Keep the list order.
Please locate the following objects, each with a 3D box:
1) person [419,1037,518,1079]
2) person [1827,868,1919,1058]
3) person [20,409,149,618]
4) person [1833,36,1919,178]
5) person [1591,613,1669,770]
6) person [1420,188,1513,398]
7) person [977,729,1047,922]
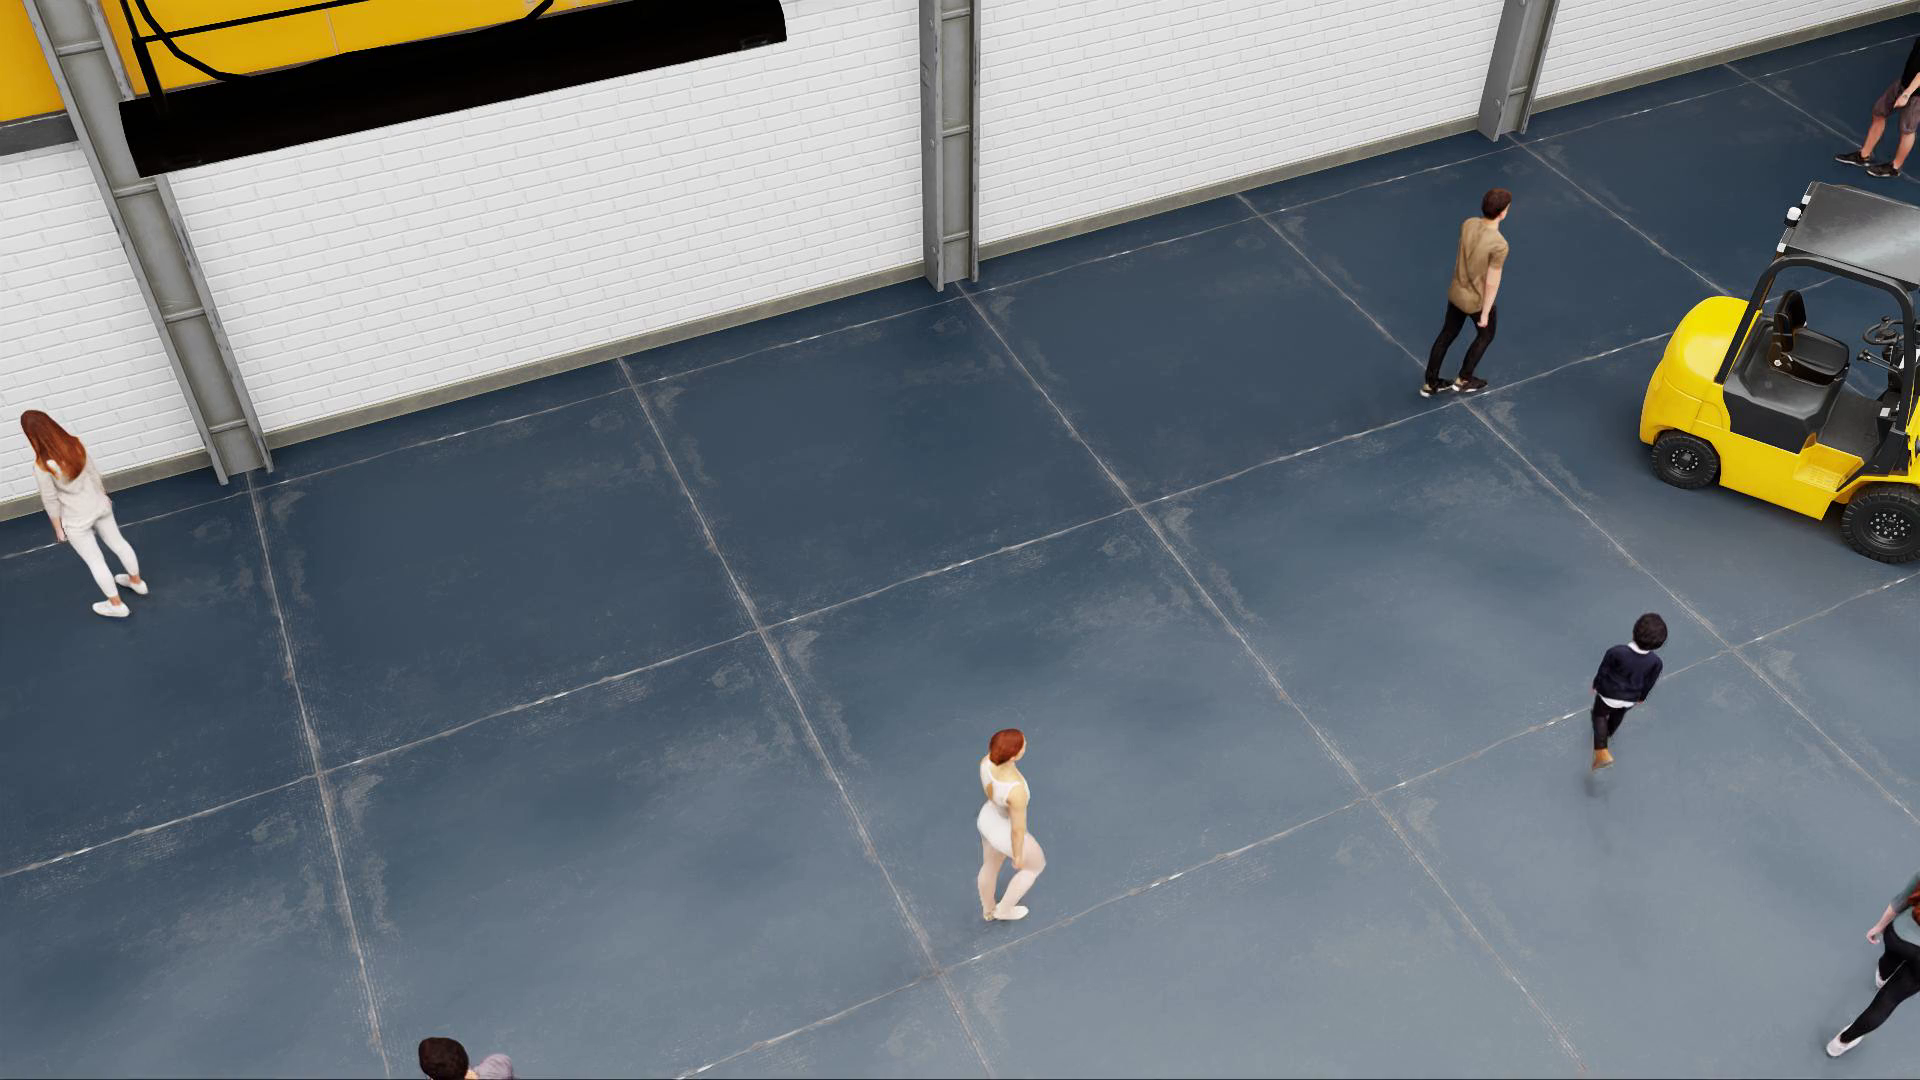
[{"bbox_3d":[-2.224,2.896,7.851,0.868,1.844,0.770,25,49,24],"label":"person"},{"bbox_3d":[4.965,2.185,8.694,1.115,1.710,0.827,-32,52,-29],"label":"person"},{"bbox_3d":[-5.879,-0.192,11.190,0.755,1.709,0.694,15,46,15],"label":"person"},{"bbox_3d":[8.859,-4.160,15.254,1.013,1.848,0.941,7,44,7],"label":"person"},{"bbox_3d":[4.120,0.949,10.350,0.763,1.216,0.779,7,44,7],"label":"person"},{"bbox_3d":[3.868,-1.851,12.843,0.755,1.831,0.669,-19,47,-19],"label":"person"},{"bbox_3d":[0.186,1.662,9.297,0.605,1.635,0.617,-26,49,-24],"label":"person"}]
